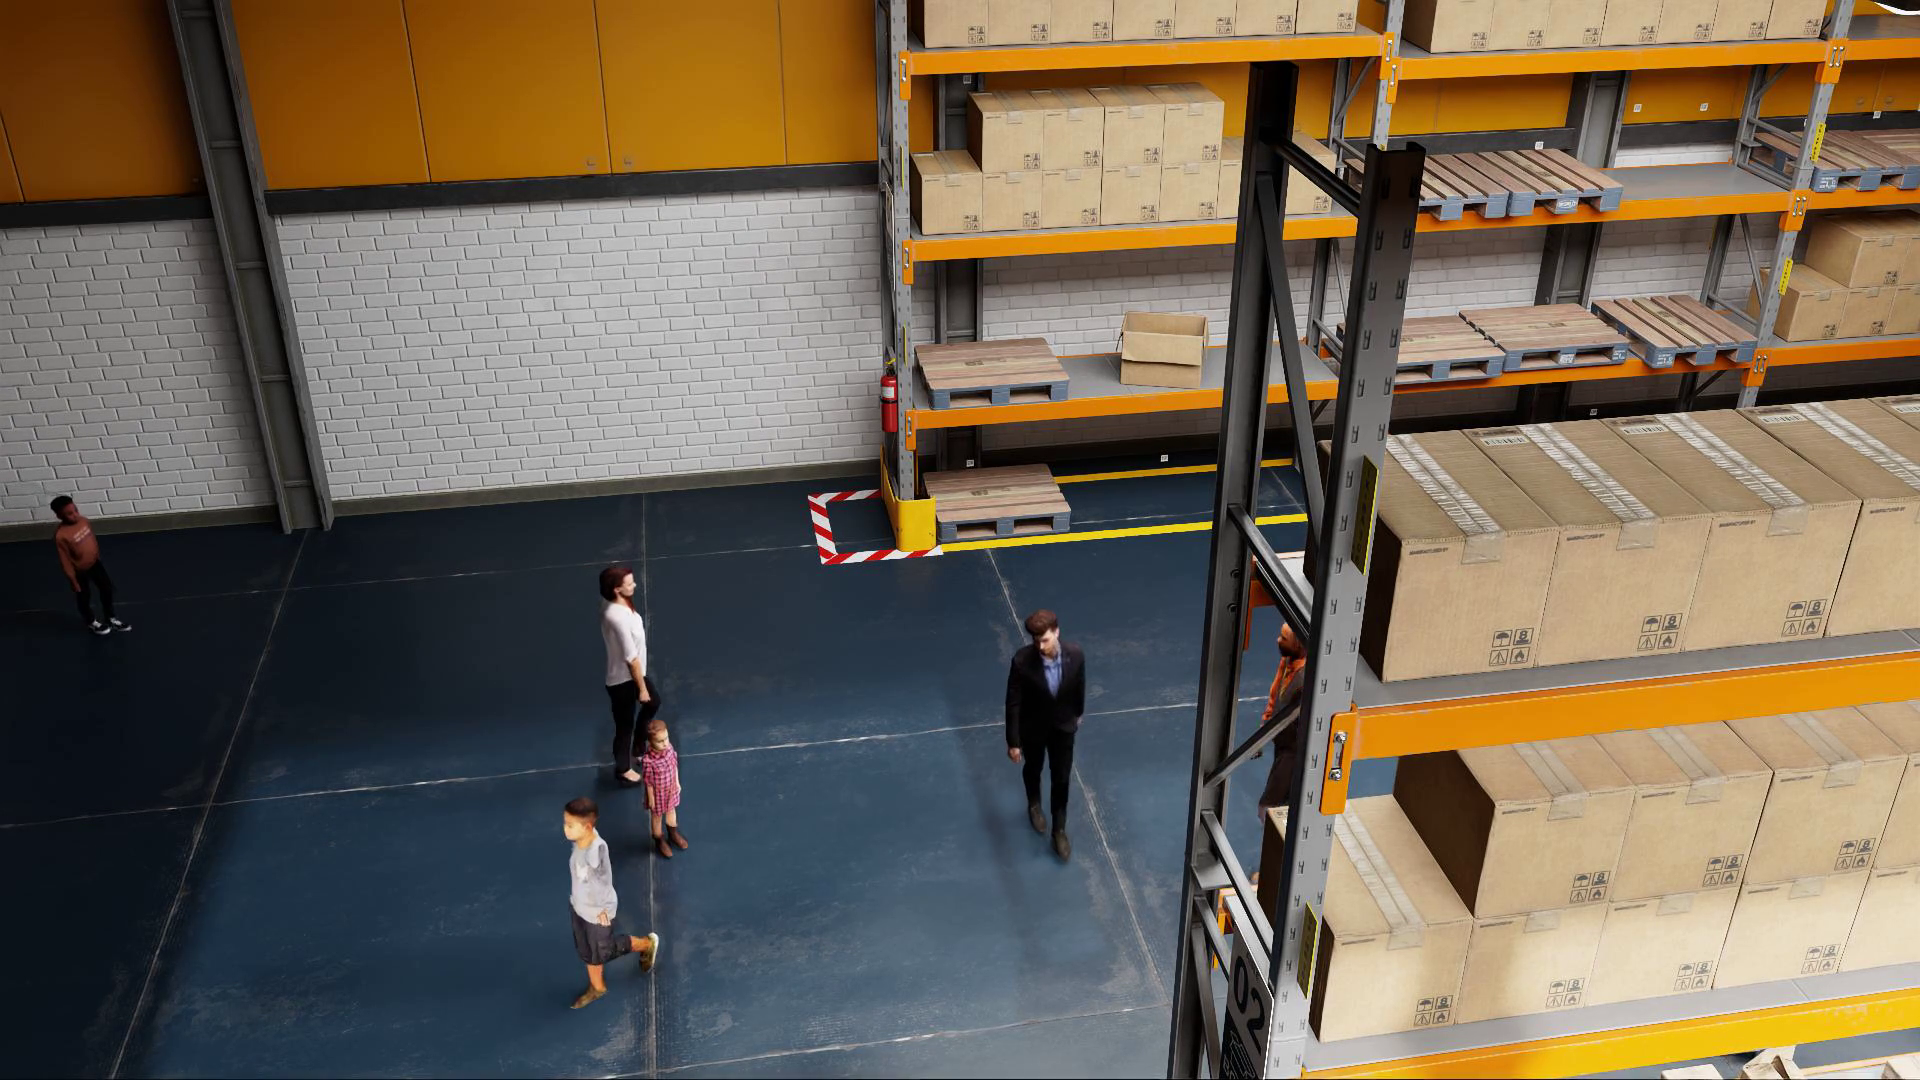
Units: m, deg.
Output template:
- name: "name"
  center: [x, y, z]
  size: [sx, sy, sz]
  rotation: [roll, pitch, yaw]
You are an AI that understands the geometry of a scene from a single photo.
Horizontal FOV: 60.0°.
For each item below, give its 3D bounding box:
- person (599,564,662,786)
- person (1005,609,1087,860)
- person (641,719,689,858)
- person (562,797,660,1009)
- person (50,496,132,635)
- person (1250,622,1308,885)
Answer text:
- name: "person"
  center: [-2.354, 0.961, 11.246]
  size: [0.616, 1.780, 0.644]
  rotation: [-8, 30, -14]
- name: "person"
  center: [0.559, 1.157, 10.826]
  size: [0.800, 1.837, 0.770]
  rotation: [-8, 30, -14]
- name: "person"
  center: [-1.947, 1.597, 10.872]
  size: [0.558, 1.021, 0.493]
  rotation: [22, 35, 34]
- name: "person"
  center: [-2.072, 2.031, 9.629]
  size: [0.935, 1.448, 0.821]
  rotation: [-23, 36, -36]
- name: "person"
  center: [-7.015, 0.197, 13.208]
  size: [0.720, 1.241, 0.667]
  rotation: [10, 30, 17]
- name: "person"
  center: [2.227, 1.326, 10.465]
  size: [0.818, 1.887, 0.760]
  rotation: [-2, 29, -3]
